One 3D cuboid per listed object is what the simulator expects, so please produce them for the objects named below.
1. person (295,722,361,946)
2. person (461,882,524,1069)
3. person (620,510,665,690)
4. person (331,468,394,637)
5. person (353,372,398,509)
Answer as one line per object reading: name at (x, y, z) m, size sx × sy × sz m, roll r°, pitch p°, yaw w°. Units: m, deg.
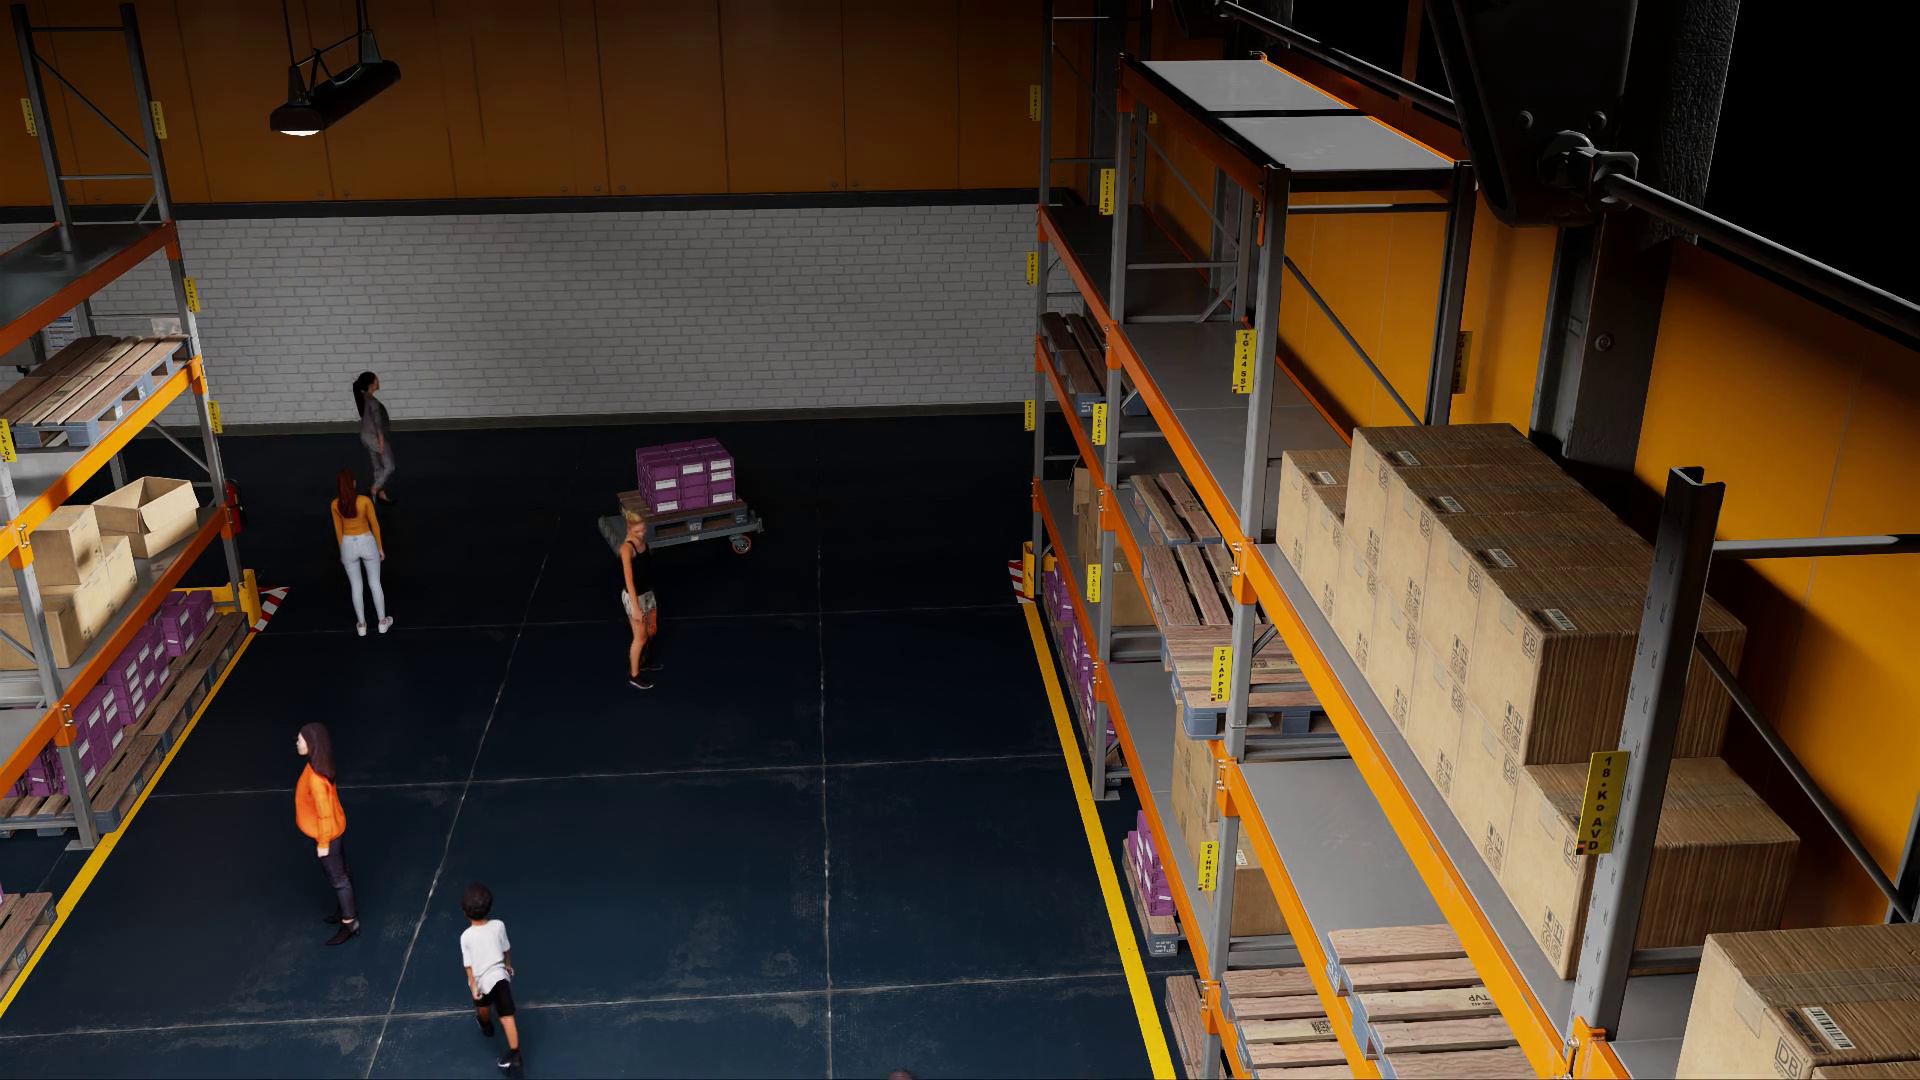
person at (-4.502, 2.065, 11.853) m, size 0.729 × 1.749 × 0.570 m, roll -8°, pitch 25°, yaw -17°
person at (-3.015, 2.850, 10.722) m, size 0.789 × 1.217 × 0.992 m, roll -17°, pitch 29°, yaw -33°
person at (-2.996, 0.513, 15.326) m, size 0.880 × 1.811 × 0.729 m, roll 1°, pitch 24°, yaw 2°
person at (-5.892, 0.107, 16.329) m, size 0.608 × 1.751 × 0.608 m, roll -5°, pitch 24°, yaw -12°
person at (-6.830, -1.115, 19.229) m, size 0.797 × 1.667 × 0.857 m, roll 19°, pitch 30°, yaw 37°
